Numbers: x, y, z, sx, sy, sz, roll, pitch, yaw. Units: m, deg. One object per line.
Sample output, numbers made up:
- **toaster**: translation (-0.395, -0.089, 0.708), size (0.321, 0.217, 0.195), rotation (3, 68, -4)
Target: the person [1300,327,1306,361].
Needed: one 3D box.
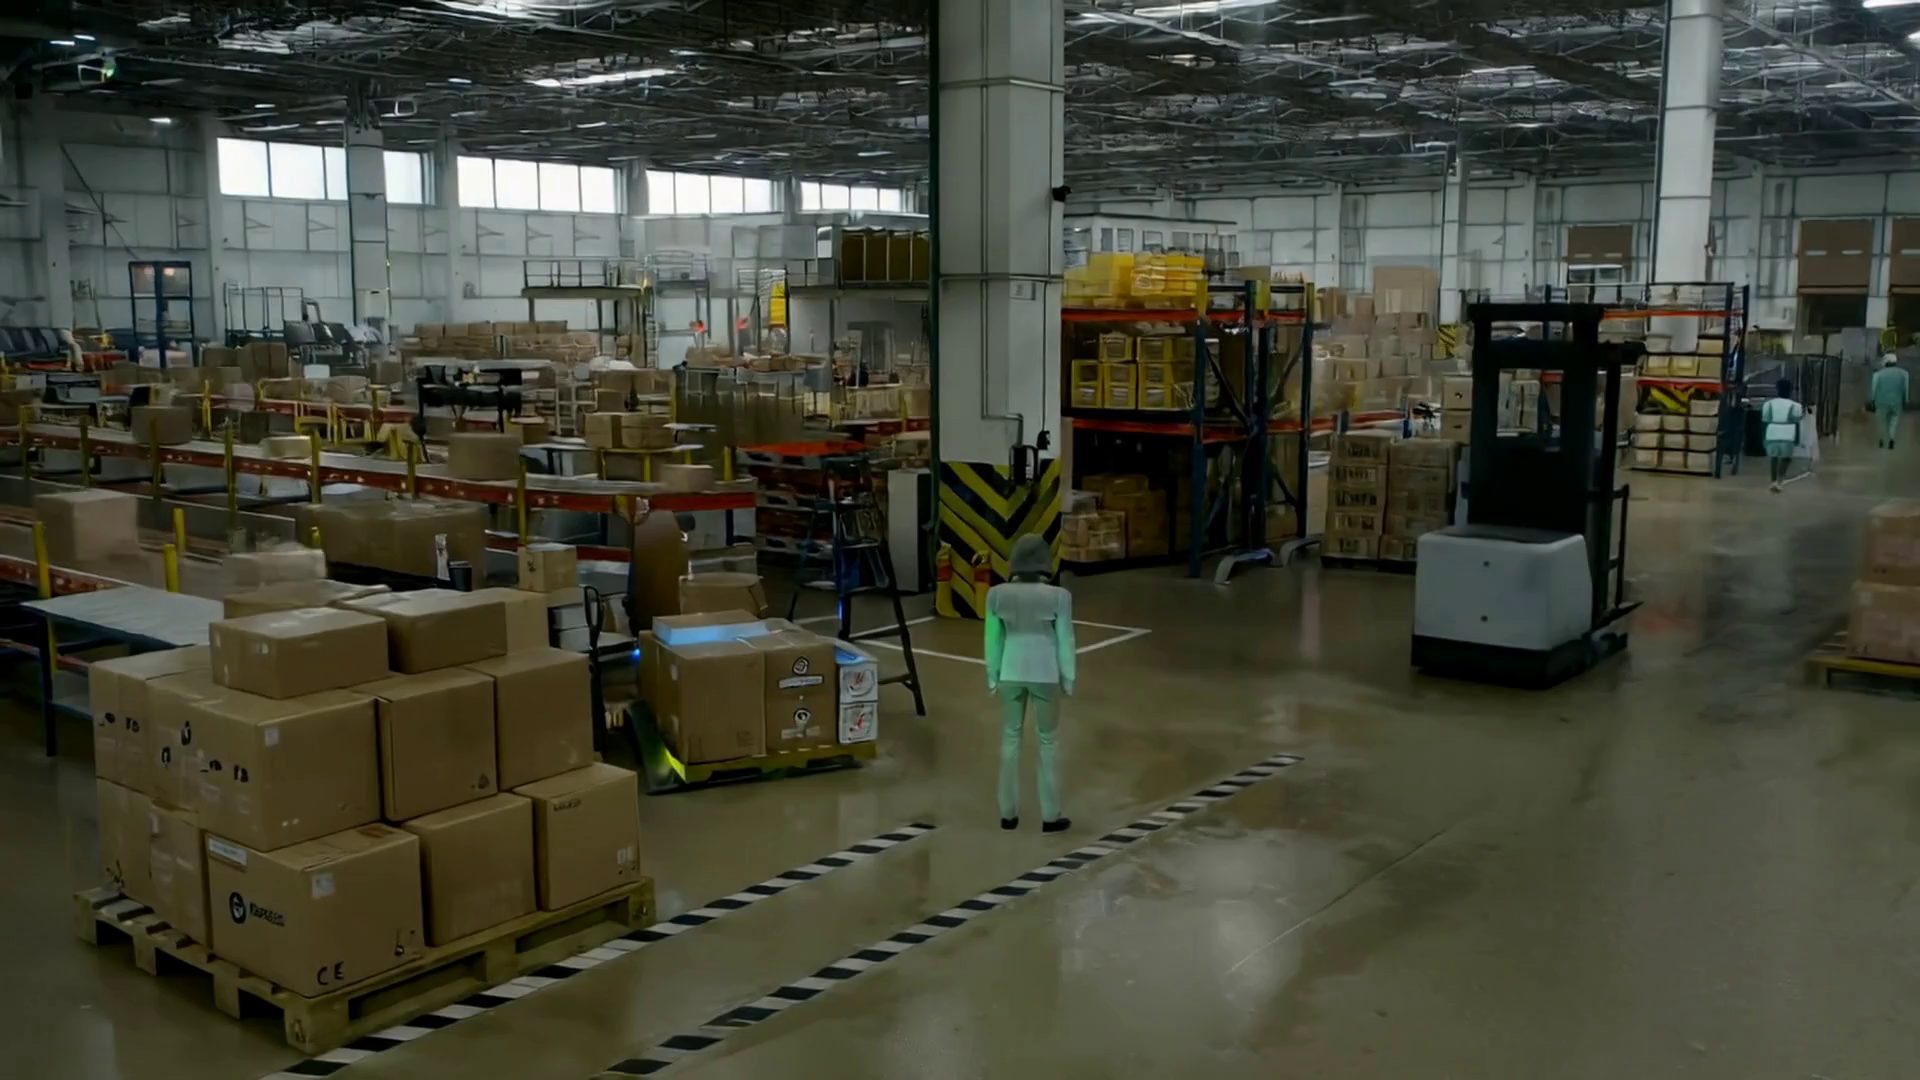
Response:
- **person**: translation (11.122, -5.959, 53.514), size (0.400, 1.854, 0.506), rotation (5, 10, 32)

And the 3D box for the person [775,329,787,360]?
- **person**: translation (-7.058, -7.800, 65.937), size (0.791, 1.860, 0.578), rotation (7, 11, 38)

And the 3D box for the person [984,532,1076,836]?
- **person**: translation (0.377, 0.768, 8.900), size (0.498, 1.634, 0.279), rotation (3, 9, 19)

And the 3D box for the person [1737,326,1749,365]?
- **person**: translation (29.233, -7.198, 62.403), size (0.929, 1.684, 0.496), rotation (2, 9, 16)

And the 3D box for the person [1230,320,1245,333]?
- **person**: translation (11.124, -7.888, 66.610), size (0.636, 1.827, 0.693), rotation (4, 9, 26)

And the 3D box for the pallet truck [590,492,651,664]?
- **pallet truck**: translation (-3.115, 0.344, 12.883), size (0.653, 1.274, 1.630), rotation (7, 11, 37)

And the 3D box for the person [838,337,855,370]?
- **person**: translation (-2.938, -4.393, 43.269), size (0.526, 1.762, 0.336), rotation (3, 9, 21)

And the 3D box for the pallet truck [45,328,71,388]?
- **pallet truck**: translation (-23.775, -4.544, 43.495), size (1.885, 1.965, 0.823), rotation (6, 10, 35)

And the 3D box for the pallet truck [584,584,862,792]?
- **pallet truck**: translation (-1.426, 0.805, 10.019), size (1.601, 1.201, 0.680), rotation (-4, 9, -26)

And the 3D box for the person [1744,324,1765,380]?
- **person**: translation (26.614, -6.297, 55.721), size (0.603, 1.882, 0.980), rotation (-6, 10, -34)

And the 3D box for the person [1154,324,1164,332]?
- **person**: translation (6.033, -5.505, 50.105), size (1.067, 1.955, 0.687), rotation (4, 9, 24)

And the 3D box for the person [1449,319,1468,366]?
- **person**: translation (20.070, -7.880, 66.419), size (0.642, 1.888, 1.013), rotation (-5, 10, -32)

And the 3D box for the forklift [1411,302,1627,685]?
- **forklift**: translation (4.379, -0.438, 12.852), size (1.129, 2.768, 1.873), rotation (7, 11, 37)

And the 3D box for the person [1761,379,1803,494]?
- **person**: translation (11.867, -1.501, 24.070), size (0.533, 1.670, 0.756), rotation (7, 11, 40)

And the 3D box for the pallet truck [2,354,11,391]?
- **pallet truck**: translation (-24.881, -4.417, 42.634), size (1.885, 1.965, 0.823), rotation (8, 11, 41)

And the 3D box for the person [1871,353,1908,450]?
- **person**: translation (17.221, -2.564, 30.829), size (0.600, 1.805, 0.771), rotation (5, 10, 30)

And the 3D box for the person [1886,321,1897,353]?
- **person**: translation (33.217, -6.857, 59.374), size (0.405, 1.918, 0.587), rotation (1, 8, 7)

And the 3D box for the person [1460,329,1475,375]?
- **person**: translation (12.865, -4.309, 41.766), size (0.539, 2.000, 0.684), rotation (7, 11, 40)
